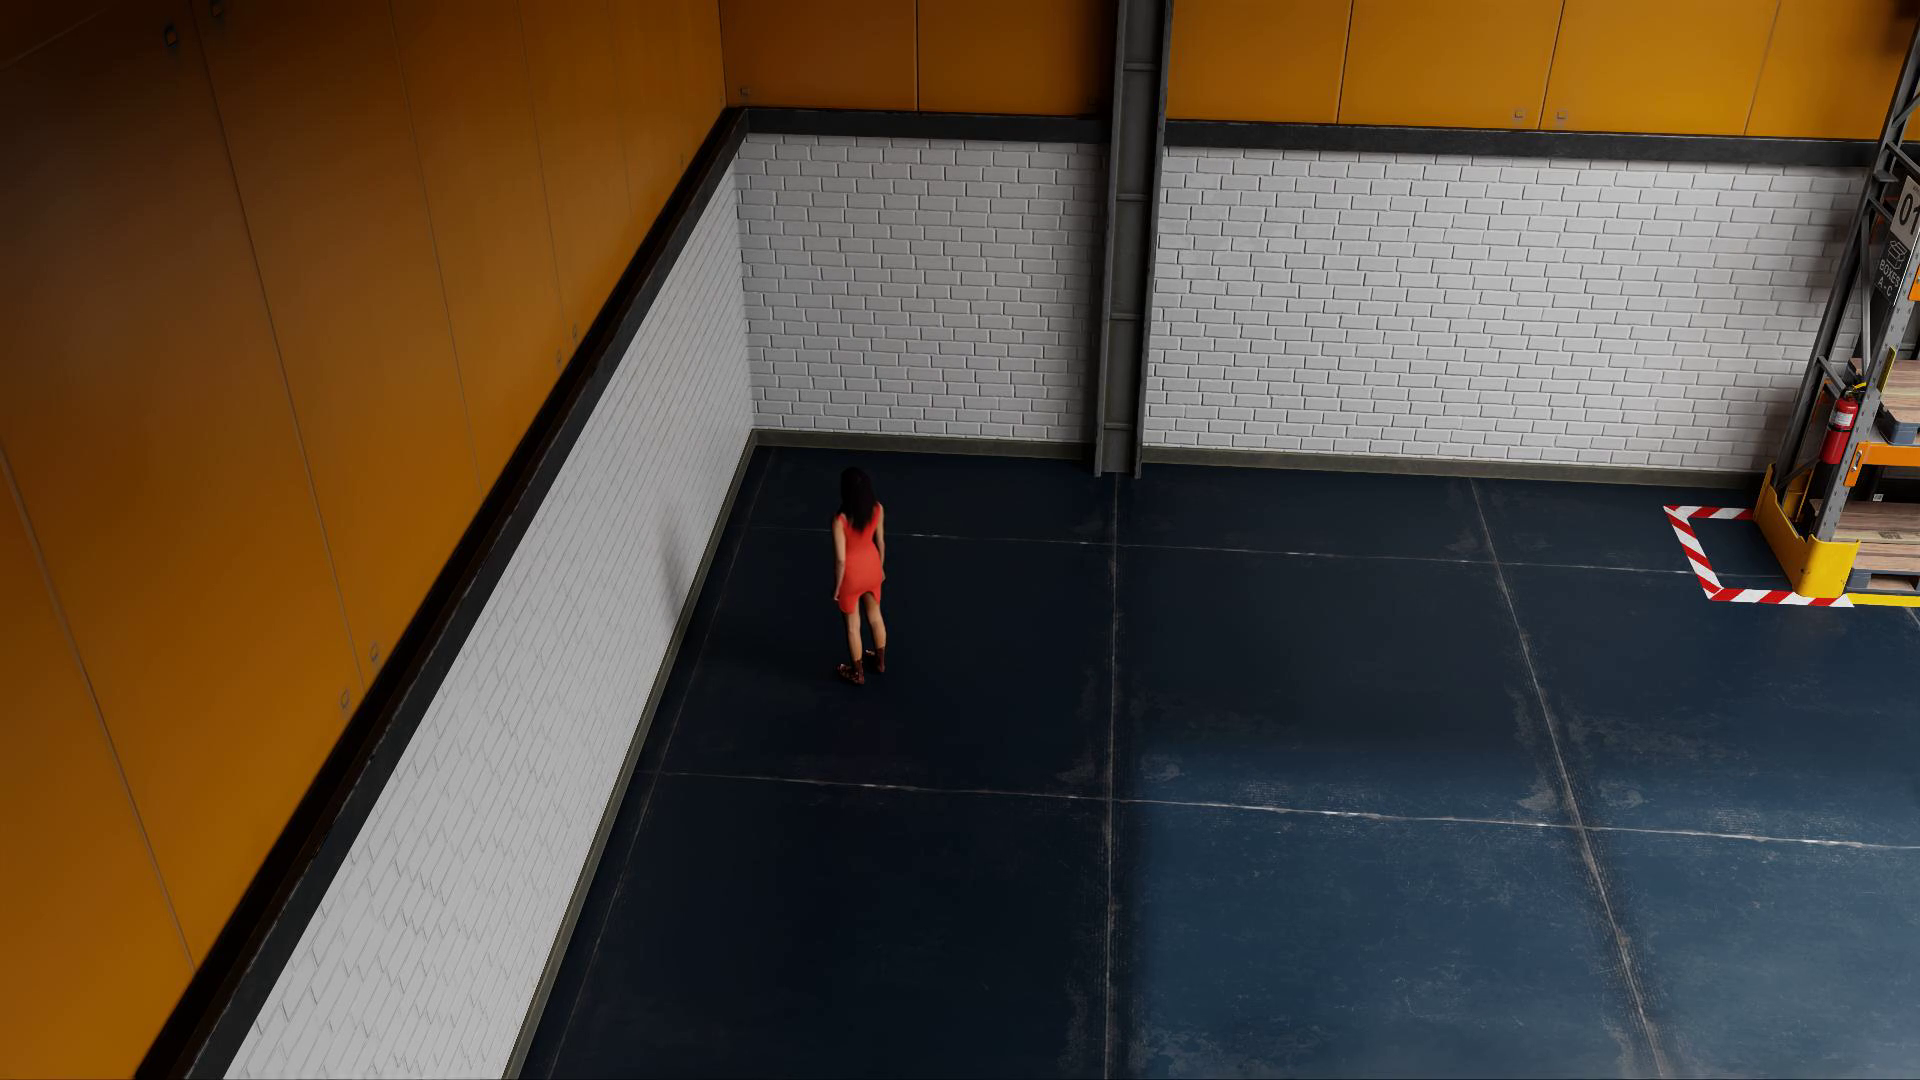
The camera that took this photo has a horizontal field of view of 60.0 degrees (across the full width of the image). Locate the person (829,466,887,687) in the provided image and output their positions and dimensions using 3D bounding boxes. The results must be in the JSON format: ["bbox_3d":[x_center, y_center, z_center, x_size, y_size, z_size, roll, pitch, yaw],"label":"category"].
[{"bbox_3d":[-0.700,0.246,11.445,0.653,1.719,0.718,-24,40,-31],"label":"person"}]
